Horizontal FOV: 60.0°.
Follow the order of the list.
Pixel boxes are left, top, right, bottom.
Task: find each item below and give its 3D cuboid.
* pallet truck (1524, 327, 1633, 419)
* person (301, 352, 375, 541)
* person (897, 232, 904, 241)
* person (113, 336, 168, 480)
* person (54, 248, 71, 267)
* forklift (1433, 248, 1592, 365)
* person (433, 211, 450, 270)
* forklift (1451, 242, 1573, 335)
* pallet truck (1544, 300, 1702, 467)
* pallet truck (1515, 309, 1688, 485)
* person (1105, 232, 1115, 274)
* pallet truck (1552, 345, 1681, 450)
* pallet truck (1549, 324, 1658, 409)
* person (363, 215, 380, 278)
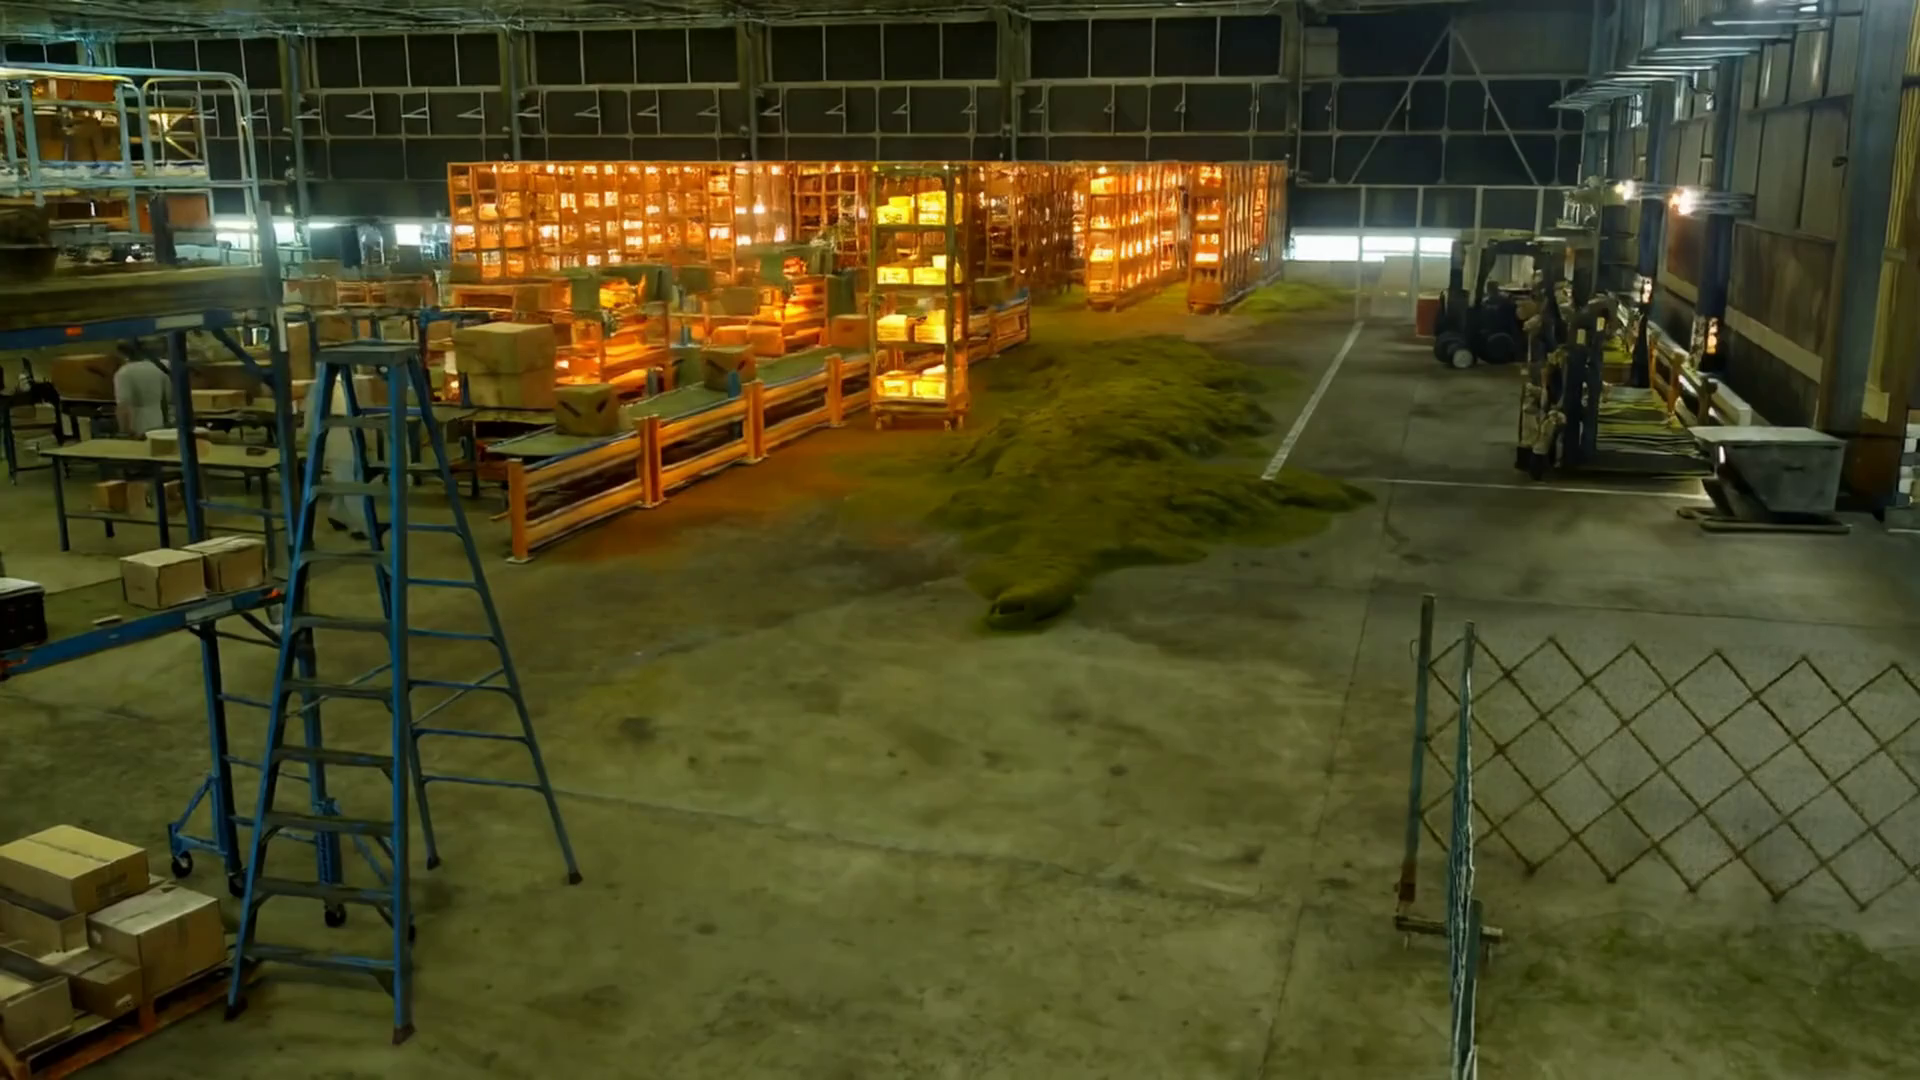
[{"bbox_3d":[9.065,-2.460,24.370,1.522,1.261,0.704,3,13,14],"label":"pallet truck"},{"bbox_3d":[-6.238,-0.931,16.541,0.962,1.858,0.643,7,15,29],"label":"person"},{"bbox_3d":[-1.593,-8.631,49.887,0.778,1.805,0.626,2,13,10],"label":"person"},{"bbox_3d":[-8.532,-1.212,17.352,0.447,2.033,0.629,4,14,19],"label":"person"},{"bbox_3d":[-19.921,-5.649,37.170,0.788,1.745,0.538,1,13,4],"label":"person"},{"bbox_3d":[9.780,-4.111,29.280,2.680,1.987,1.157,3,13,14],"label":"forklift"},{"bbox_3d":[-17.222,-9.932,55.208,0.406,1.947,0.606,9,16,33],"label":"person"},{"bbox_3d":[10.464,-4.597,31.405,2.680,1.987,1.157,4,14,16],"label":"forklift"},{"bbox_3d":[8.263,-1.952,20.631,1.885,1.965,0.823,5,14,20],"label":"pallet truck"},{"bbox_3d":[7.554,-1.677,19.446,1.885,1.965,0.823,3,13,14],"label":"pallet truck"},{"bbox_3d":[4.358,-8.243,48.134,0.390,1.847,0.563,4,14,18],"label":"person"},{"bbox_3d":[8.641,-1.896,21.908,1.630,1.274,0.653,4,14,16],"label":"pallet truck"},{"bbox_3d":[9.824,-2.669,25.407,1.601,1.201,0.680,4,14,16],"label":"pallet truck"},{"bbox_3d":[-18.037,-8.990,51.067,0.558,1.980,0.636,2,13,9],"label":"person"}]
